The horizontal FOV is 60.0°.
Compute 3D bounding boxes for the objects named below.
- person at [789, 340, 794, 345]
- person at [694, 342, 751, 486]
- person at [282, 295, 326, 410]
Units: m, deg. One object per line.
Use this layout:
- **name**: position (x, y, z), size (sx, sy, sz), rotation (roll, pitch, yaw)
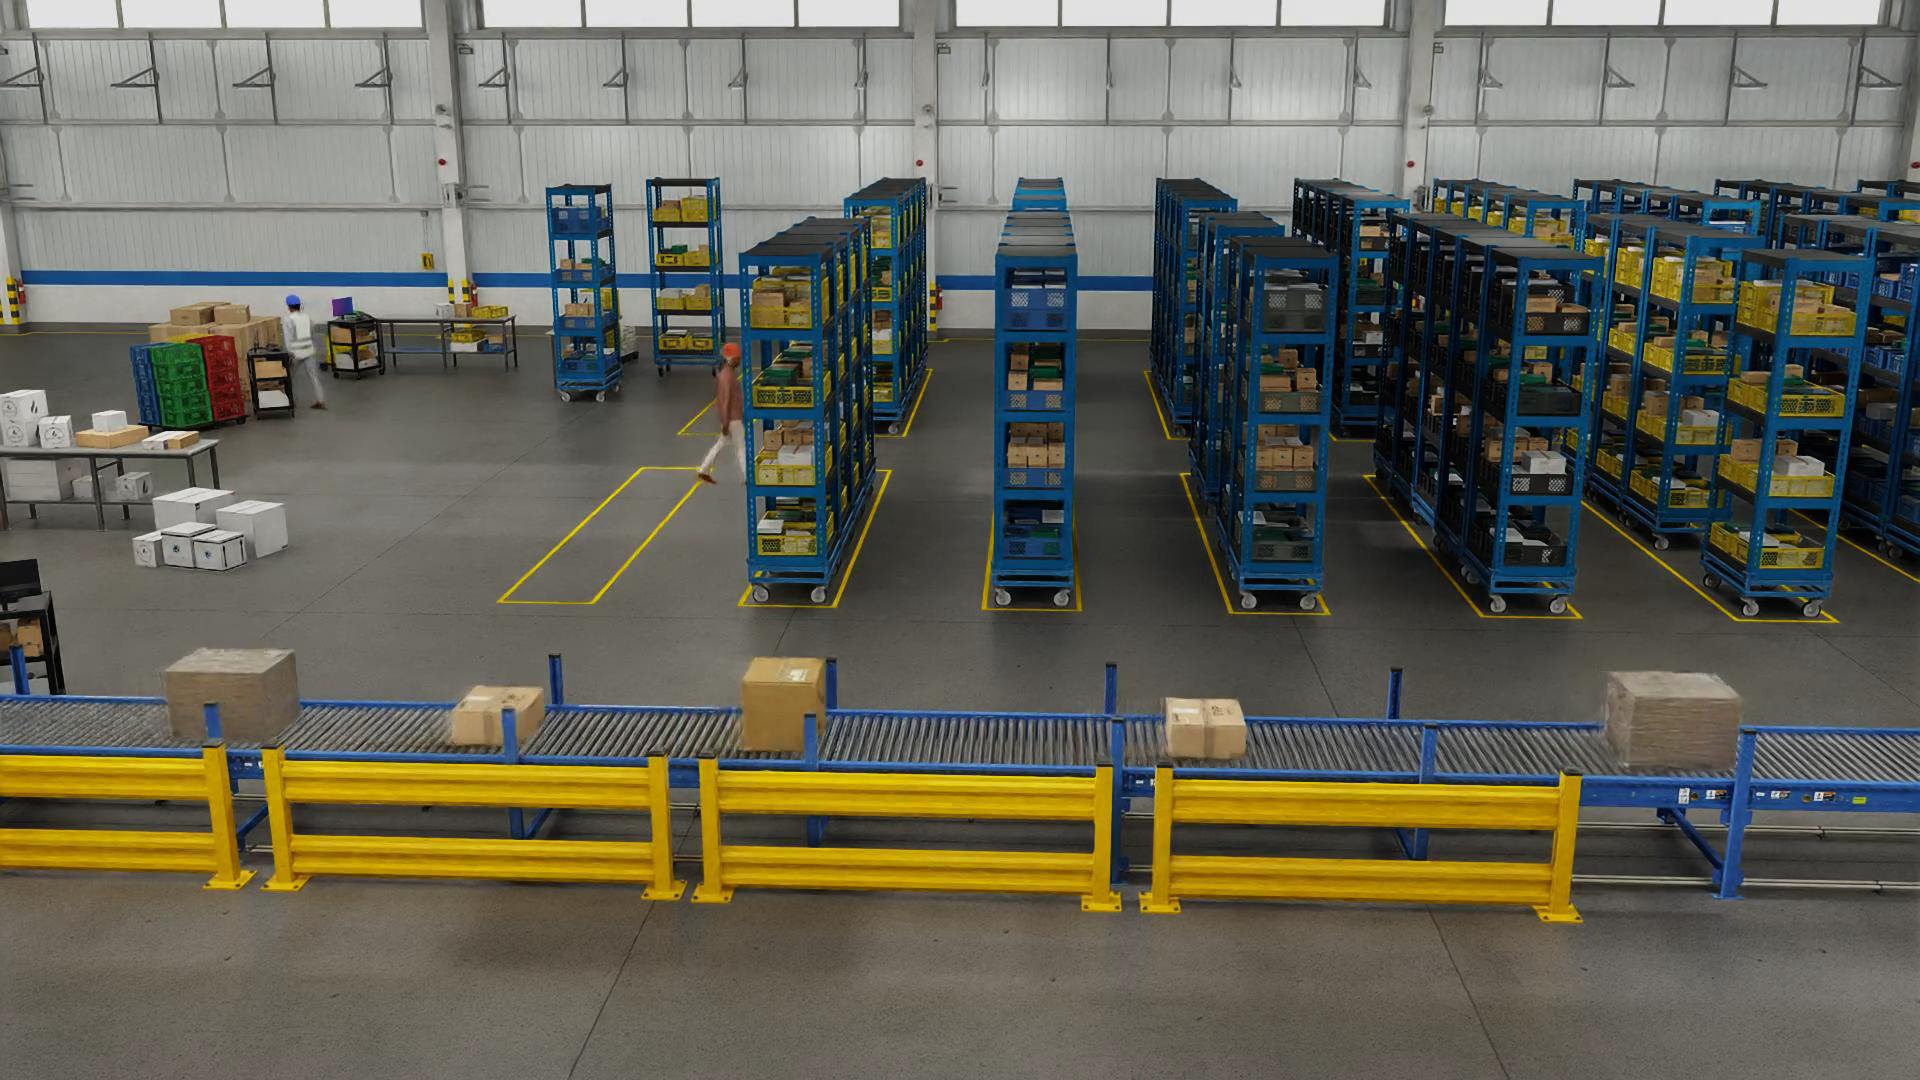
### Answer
- **person**: position (-2.844, -3.561, 29.281), size (0.590, 1.835, 0.404), rotation (14, 21, 42)
- **person**: position (-3.069, -1.639, 21.947), size (0.973, 1.960, 0.620), rotation (-2, 15, -6)
- **person**: position (-10.929, -3.095, 27.437), size (1.000, 1.887, 0.630), rotation (11, 18, 34)
